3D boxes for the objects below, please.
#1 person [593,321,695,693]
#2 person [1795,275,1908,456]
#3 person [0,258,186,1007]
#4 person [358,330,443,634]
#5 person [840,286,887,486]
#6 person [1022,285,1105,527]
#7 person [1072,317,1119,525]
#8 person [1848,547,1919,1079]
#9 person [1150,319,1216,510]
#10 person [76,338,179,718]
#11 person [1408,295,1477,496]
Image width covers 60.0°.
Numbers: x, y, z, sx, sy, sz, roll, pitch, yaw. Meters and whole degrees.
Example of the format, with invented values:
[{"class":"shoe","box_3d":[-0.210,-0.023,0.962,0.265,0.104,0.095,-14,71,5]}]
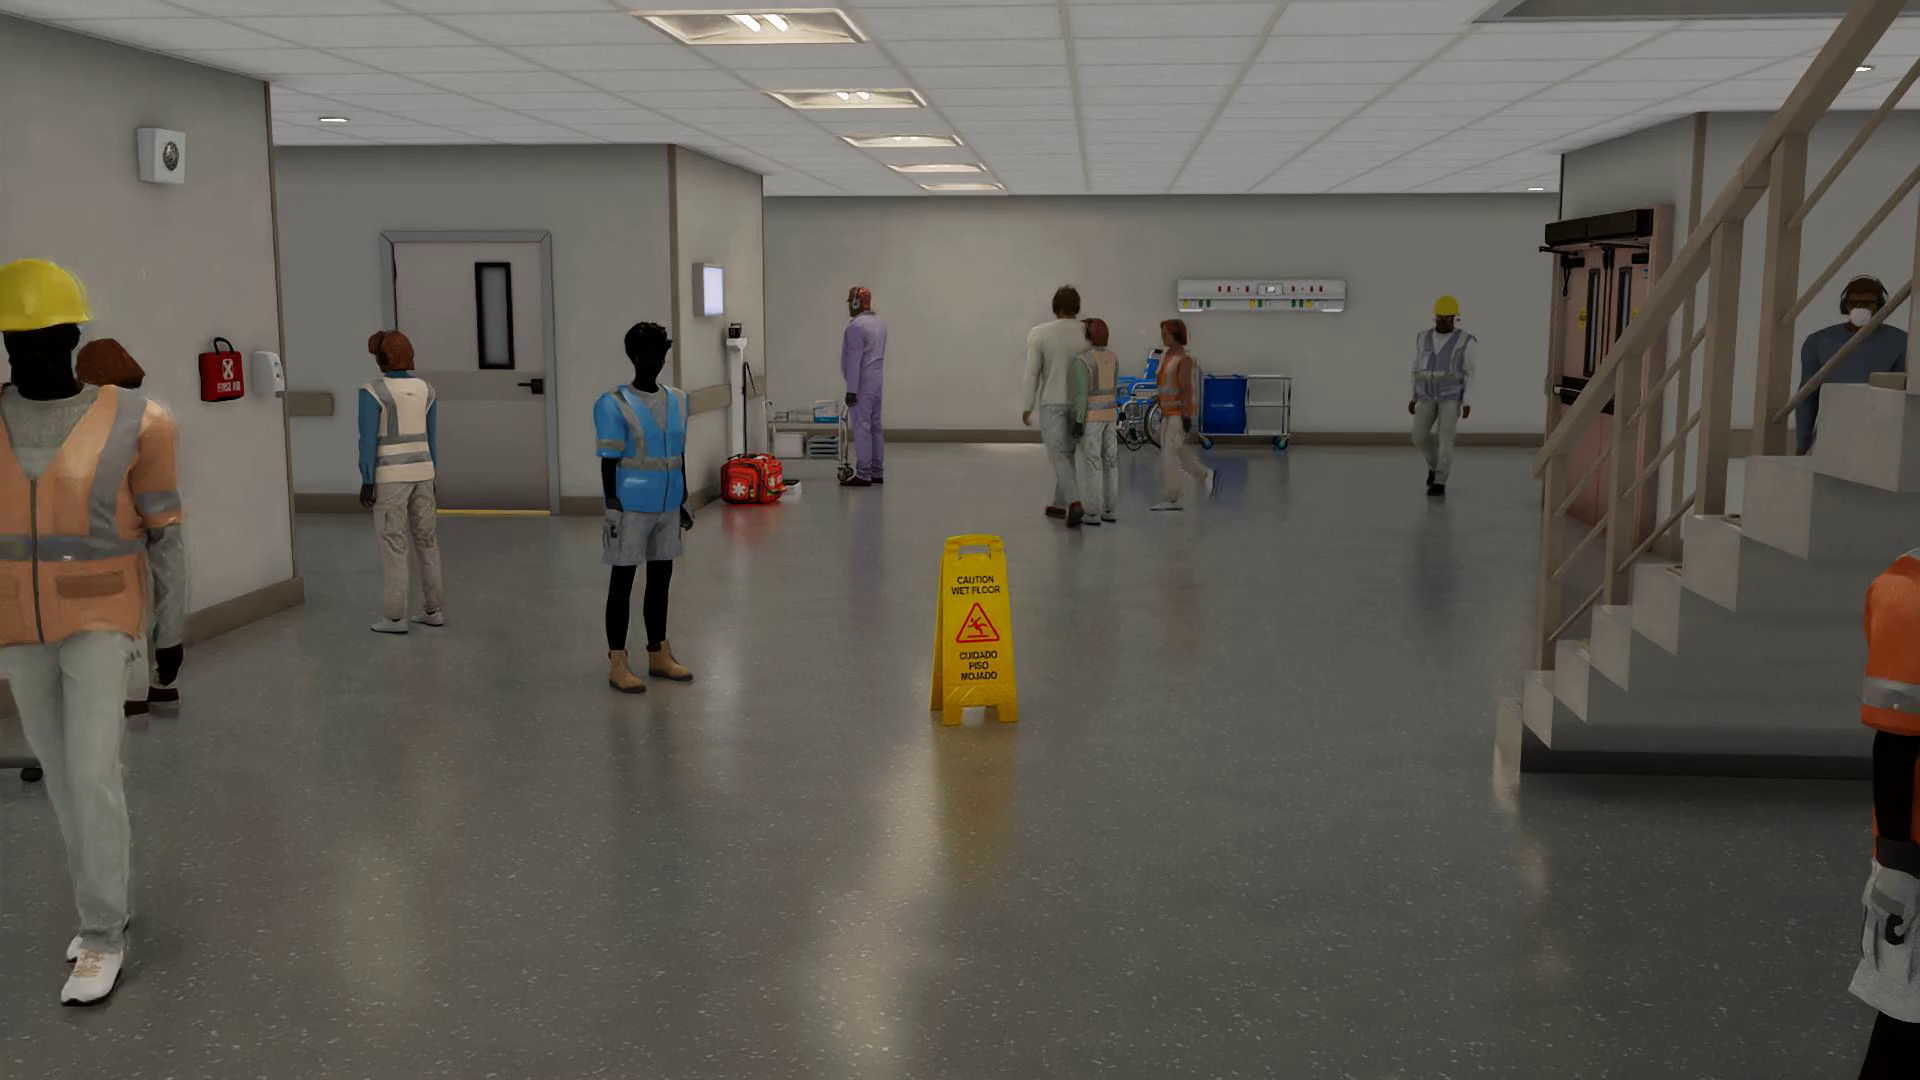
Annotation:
[{"class":"person","box_3d":[-1.451,-0.159,7.697,0.322,1.699,0.536,7,11,38]},{"class":"person","box_3d":[5.146,-0.548,9.574,0.629,1.932,0.375,7,11,39]},{"class":"person","box_3d":[-2.384,0.234,4.323,0.599,1.901,0.765,-1,8,-4]},{"class":"person","box_3d":[-3.014,-0.312,8.982,0.318,1.629,0.509,4,9,27]},{"class":"person","box_3d":[-0.940,-1.464,15.905,0.399,1.902,0.648,3,9,20]},{"class":"person","box_3d":[0.846,-1.063,13.186,0.633,1.910,0.961,-3,9,-19]},{"class":"person","box_3d":[1.076,-0.936,13.177,0.314,1.641,0.515,7,11,41]},{"class":"person","box_3d":[1.783,0.557,2.856,0.532,1.693,0.319,-2,9,-12]},{"class":"person","box_3d":[1.910,-1.061,14.084,0.601,1.623,0.527,-2,9,-14]},{"class":"person","box_3d":[-3.602,-0.047,7.159,0.281,1.633,0.499,2,9,11]},{"class":"person","box_3d":[4.384,-1.313,15.119,0.617,1.818,0.472,7,11,38]}]
